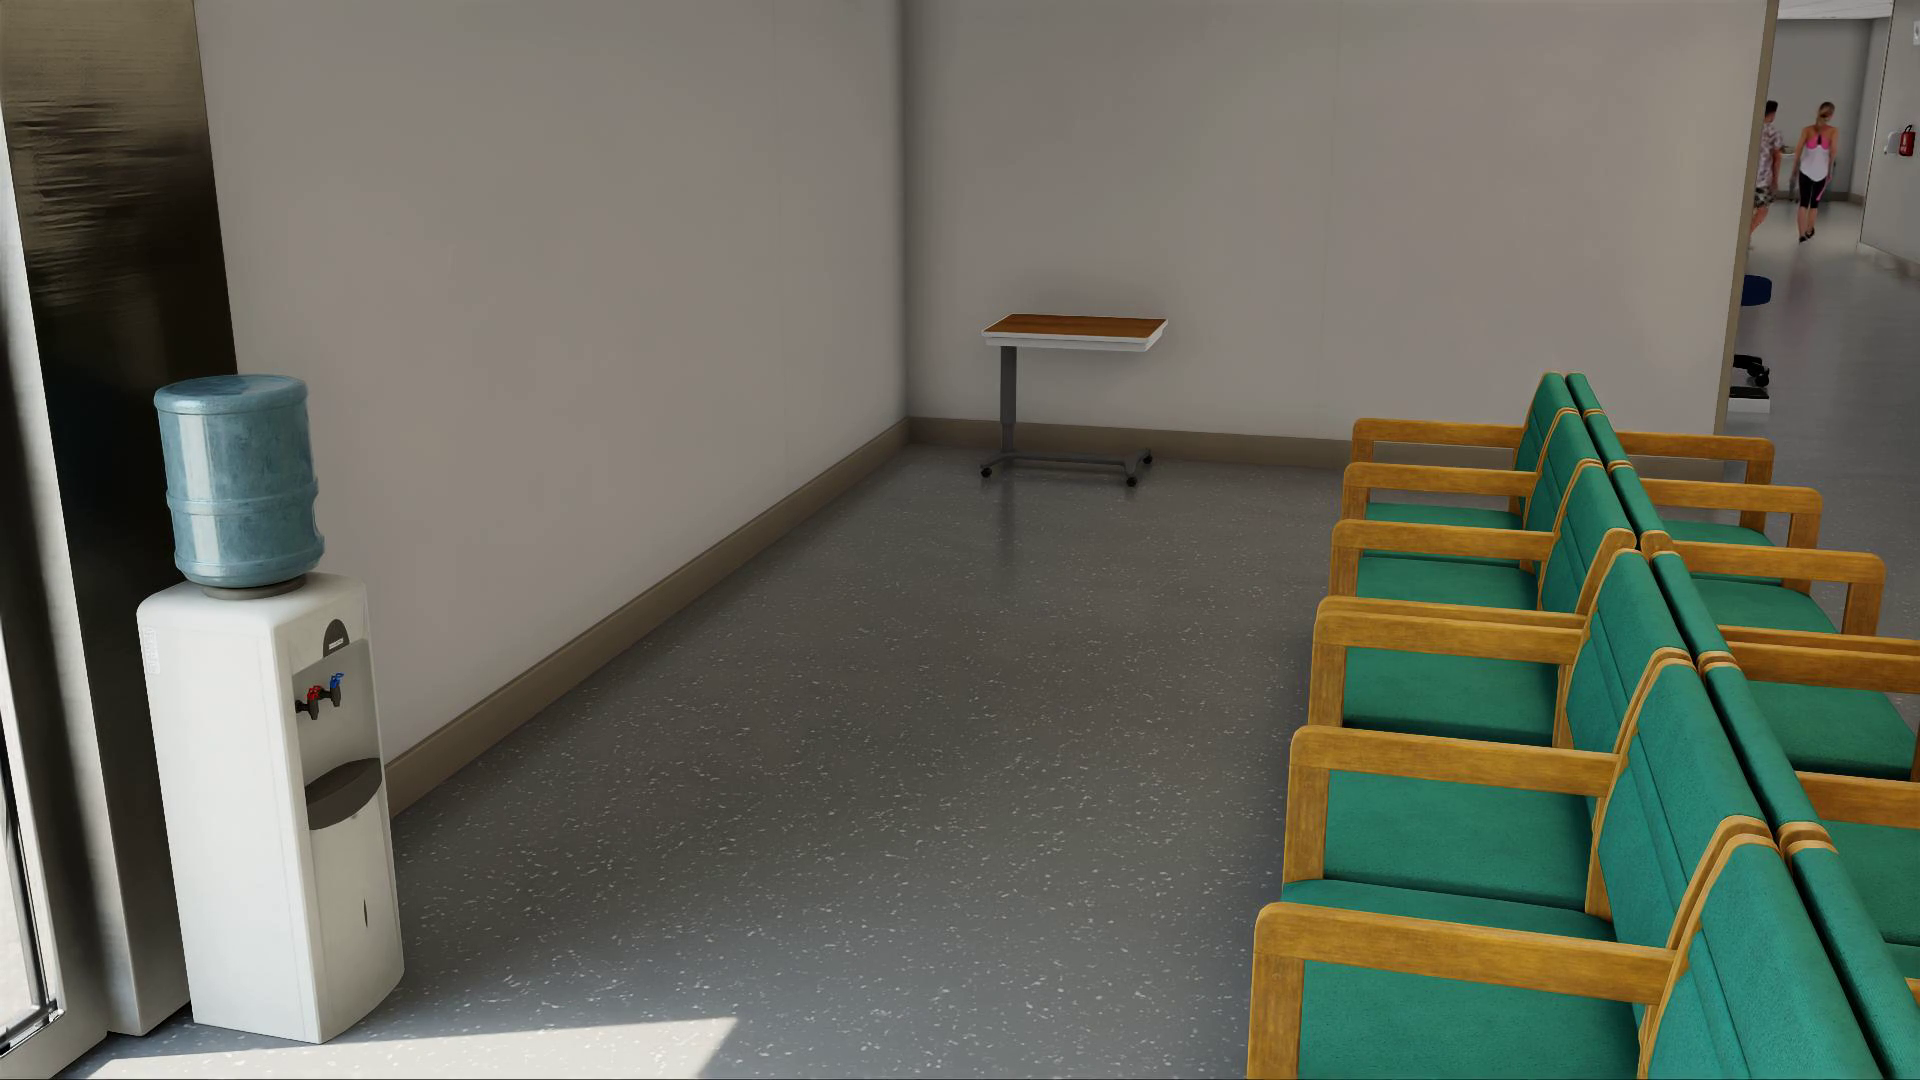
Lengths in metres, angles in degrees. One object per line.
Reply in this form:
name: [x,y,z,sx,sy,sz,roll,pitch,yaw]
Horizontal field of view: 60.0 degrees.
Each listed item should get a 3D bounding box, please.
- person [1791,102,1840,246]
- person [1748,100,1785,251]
person: [10.548,-4.479,20.596,1.208,1.725,0.965,9,18,30]
person: [9.548,-4.345,19.989,1.015,1.797,0.978,-14,21,-40]
